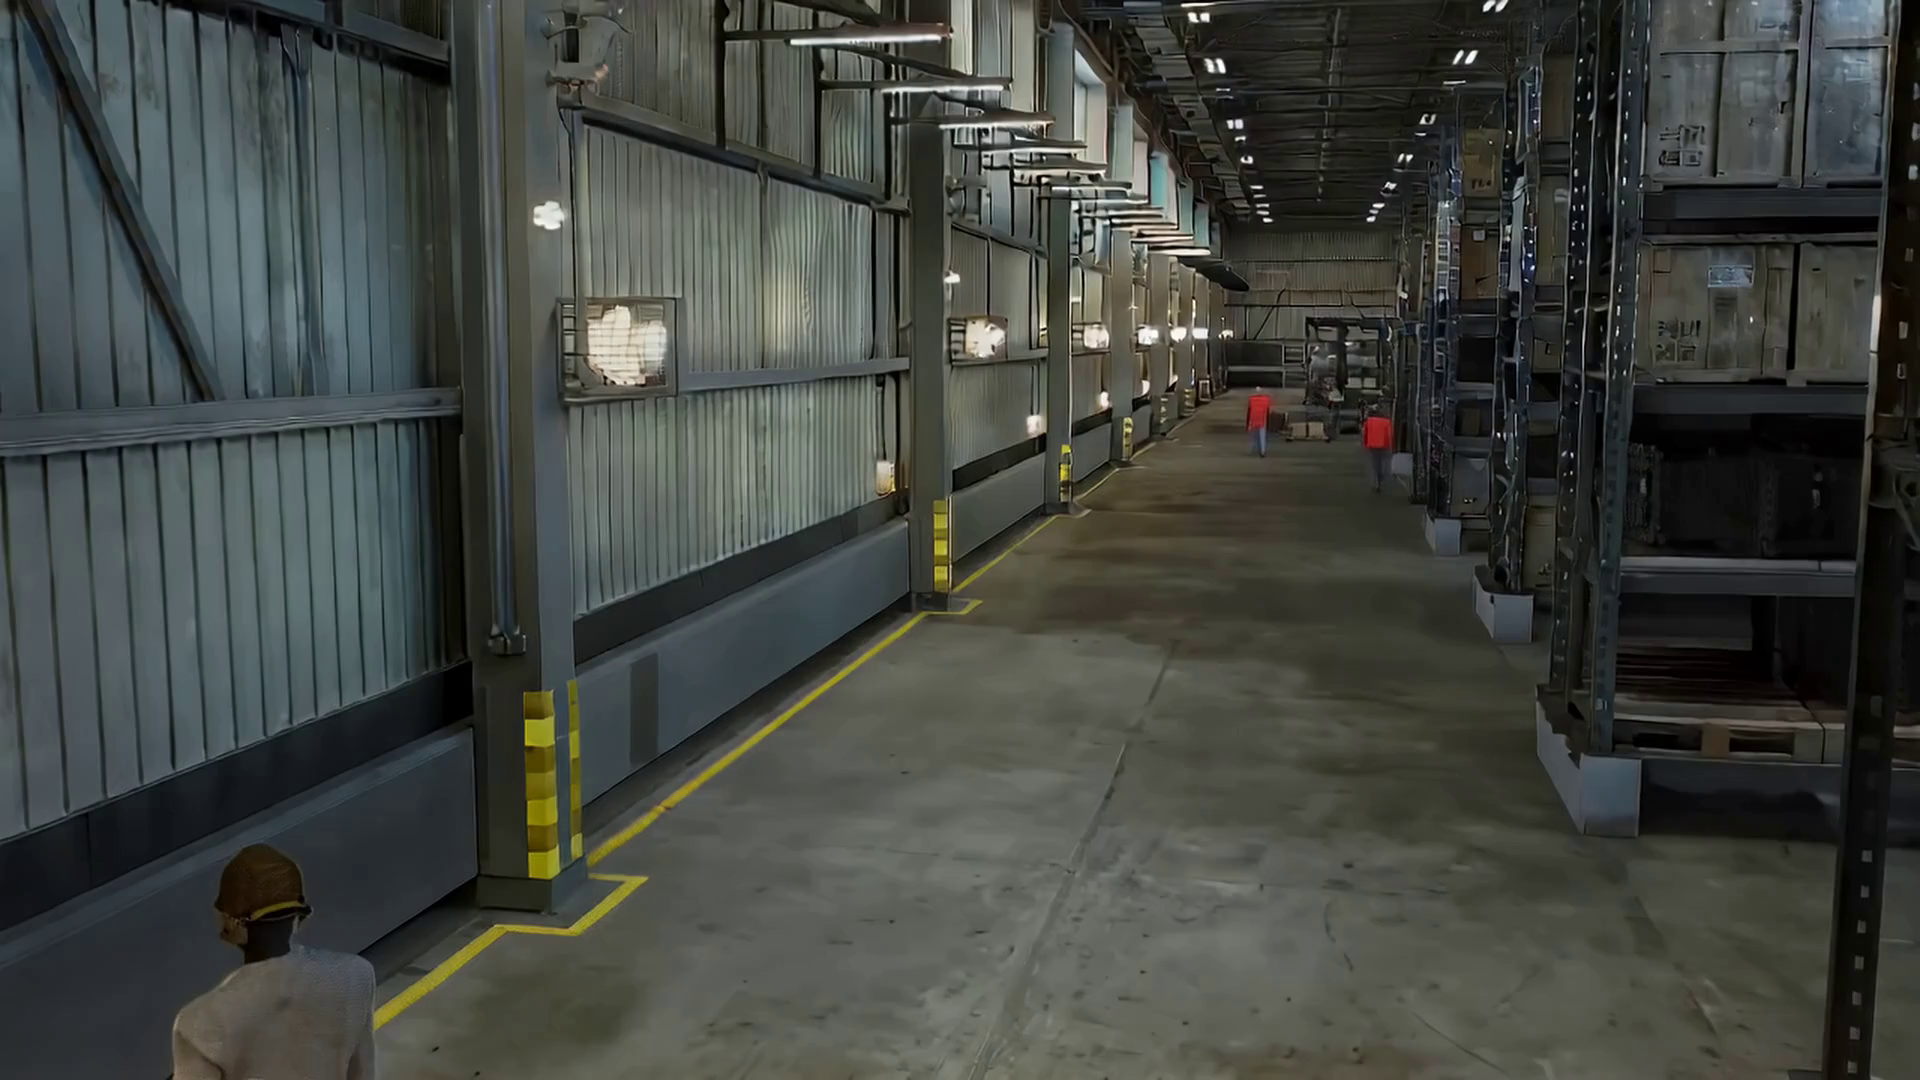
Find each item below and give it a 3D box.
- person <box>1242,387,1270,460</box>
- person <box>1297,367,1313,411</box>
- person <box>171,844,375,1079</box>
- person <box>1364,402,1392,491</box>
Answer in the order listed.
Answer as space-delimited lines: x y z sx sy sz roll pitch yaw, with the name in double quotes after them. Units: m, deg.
7.209 -2.835 40.468 0.634 1.783 1.002 -1 7 -10 "person"
13.684 -5.888 64.833 0.953 1.802 0.574 1 7 8 "person"
-1.829 1.675 4.450 0.340 1.752 0.564 5 9 37 "person"
8.113 -1.798 32.275 0.530 1.752 0.554 1 7 8 "person"
